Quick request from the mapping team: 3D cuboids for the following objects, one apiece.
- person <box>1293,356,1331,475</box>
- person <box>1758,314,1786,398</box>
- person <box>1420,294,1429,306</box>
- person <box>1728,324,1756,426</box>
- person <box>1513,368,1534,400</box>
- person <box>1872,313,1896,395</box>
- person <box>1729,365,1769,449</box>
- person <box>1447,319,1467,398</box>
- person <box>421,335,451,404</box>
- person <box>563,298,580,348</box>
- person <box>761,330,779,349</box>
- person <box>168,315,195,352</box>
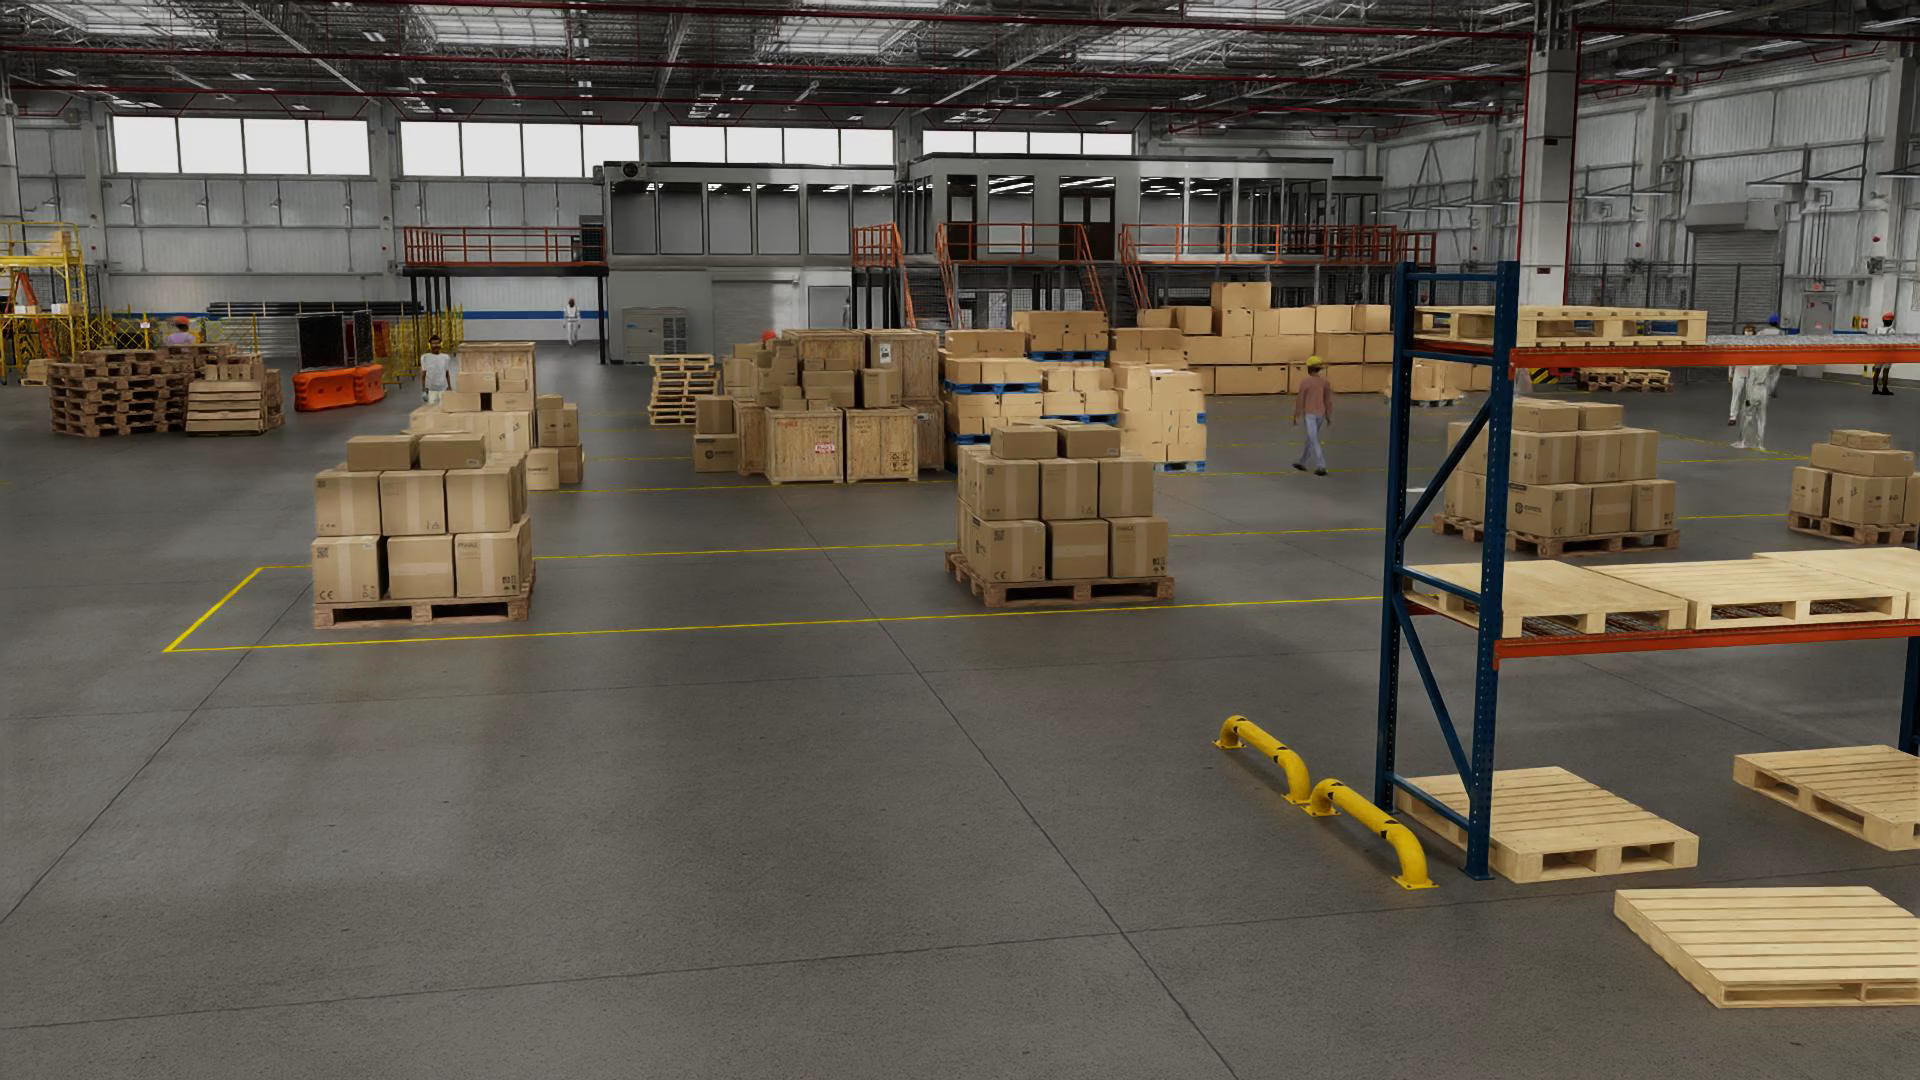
[{"bbox_3d":[5.125,-1.820,24.243,0.538,1.712,0.899,-4,10,-25],"label":"person"},{"bbox_3d":[18.562,-4.193,38.082,0.608,1.929,0.519,5,11,30],"label":"person"},{"bbox_3d":[18.100,-8.611,64.872,0.428,1.982,0.632,4,10,23],"label":"person"},{"bbox_3d":[14.899,-3.124,31.528,0.627,1.941,0.371,5,10,26],"label":"person"},{"bbox_3d":[8.397,-2.035,25.272,0.804,1.819,0.632,7,11,35],"label":"person"},{"bbox_3d":[21.802,-4.381,39.197,0.360,1.938,0.545,-3,10,-20],"label":"person"},{"bbox_3d":[13.157,-2.365,27.565,0.518,1.722,0.560,-4,10,-22],"label":"person"},{"bbox_3d":[11.112,-4.154,38.018,1.006,1.880,0.595,-2,10,-12],"label":"person"},{"bbox_3d":[-8.816,-2.519,28.044,0.519,1.874,0.327,-6,11,-34],"label":"person"},{"bbox_3d":[-14.449,-8.071,61.898,0.600,1.868,0.458,-2,10,-14],"label":"person"},{"bbox_3d":[-3.066,-2.438,27.193,0.392,1.990,0.612,0,9,0],"label":"person"},{"bbox_3d":[-16.243,-3.672,34.679,0.614,2.019,0.890,2,9,10],"label":"person"}]
